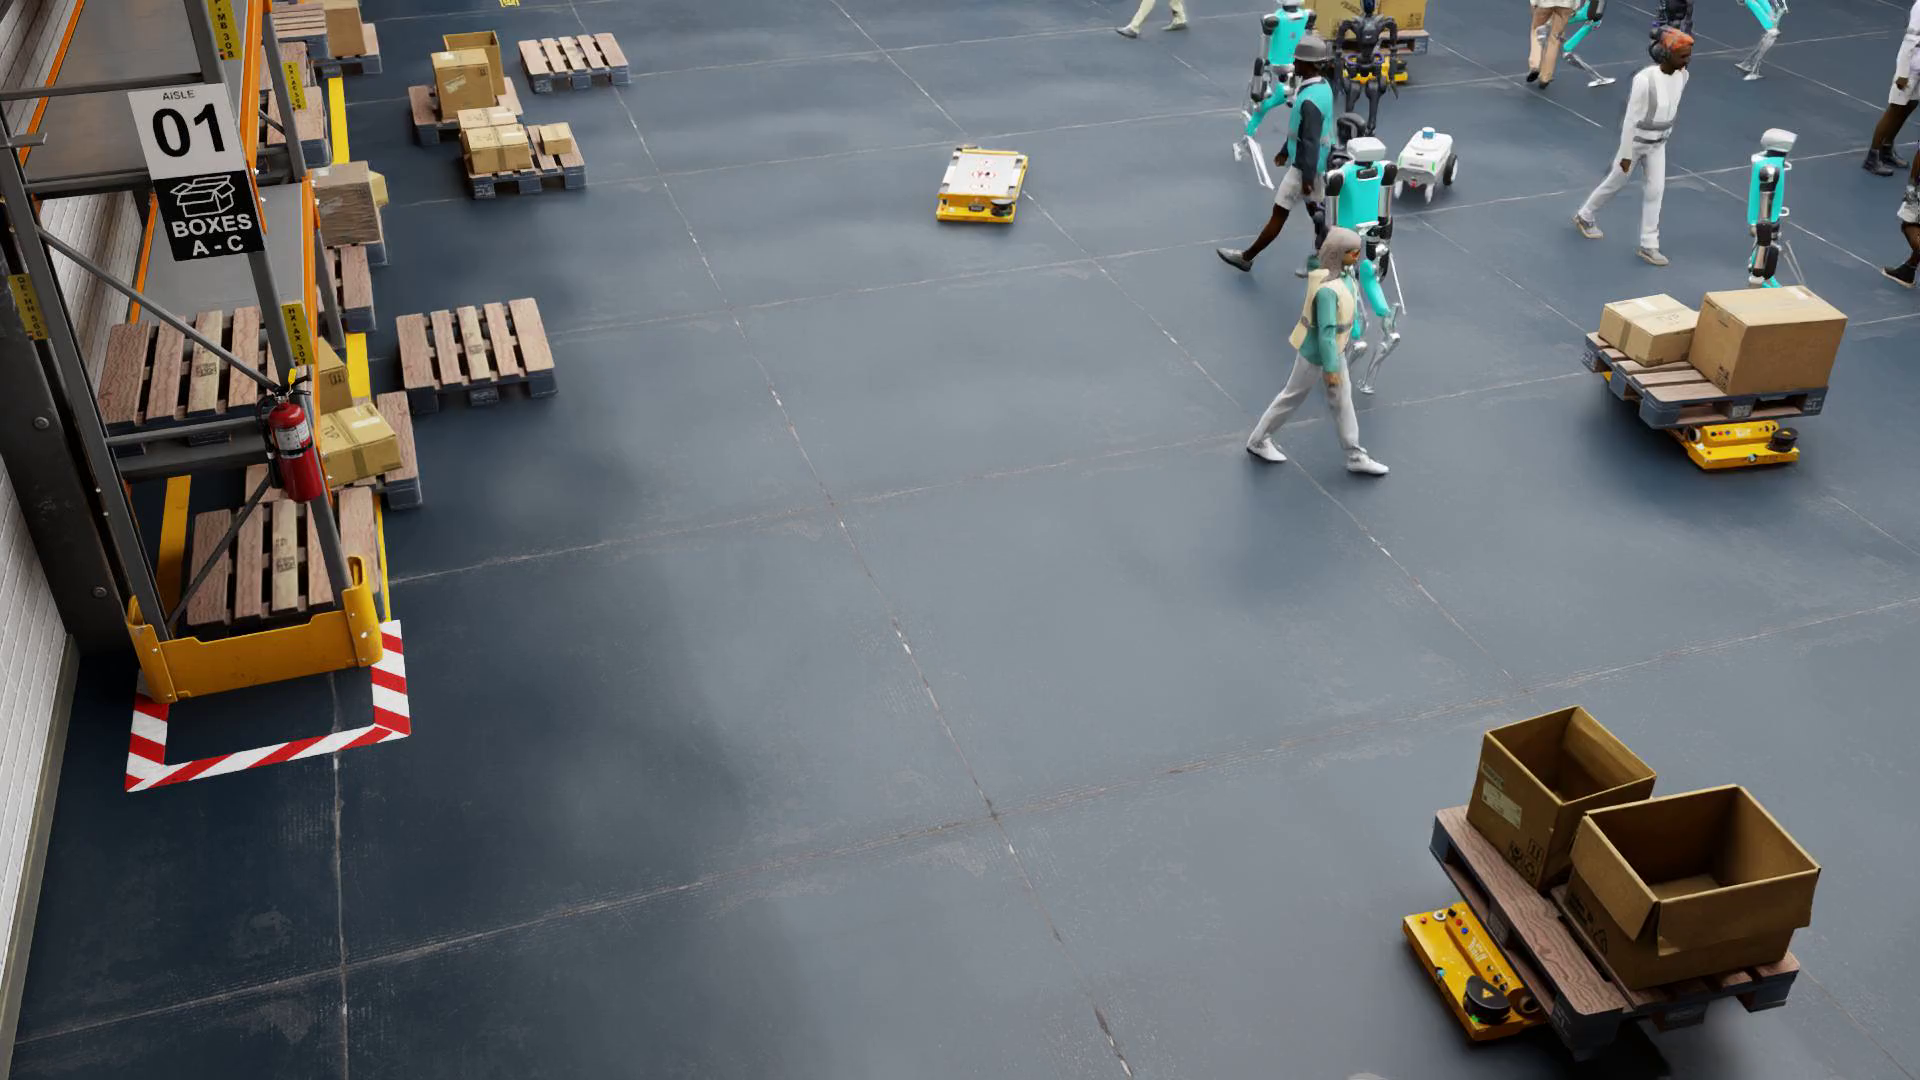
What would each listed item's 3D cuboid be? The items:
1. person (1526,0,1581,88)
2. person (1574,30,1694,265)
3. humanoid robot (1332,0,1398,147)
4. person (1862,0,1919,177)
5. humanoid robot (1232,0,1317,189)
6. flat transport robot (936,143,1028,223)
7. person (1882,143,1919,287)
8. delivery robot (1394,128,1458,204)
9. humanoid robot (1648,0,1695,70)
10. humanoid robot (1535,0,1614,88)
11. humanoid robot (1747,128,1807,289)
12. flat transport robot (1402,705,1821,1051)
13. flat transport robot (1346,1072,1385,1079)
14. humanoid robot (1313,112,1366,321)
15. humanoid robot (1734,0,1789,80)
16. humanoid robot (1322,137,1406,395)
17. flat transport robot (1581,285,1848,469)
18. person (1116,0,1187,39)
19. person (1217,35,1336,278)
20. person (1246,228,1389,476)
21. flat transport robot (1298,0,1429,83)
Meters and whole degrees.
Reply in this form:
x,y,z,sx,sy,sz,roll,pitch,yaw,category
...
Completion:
x,y,z,sx,sy,sz,roll,pitch,yaw,category
6.055,-5.441,16.923,0.486,1.657,0.404,10,34,15,person
5.442,-3.201,13.337,0.599,1.844,0.926,-14,36,-21,person
3.663,-4.193,15.007,0.606,1.637,0.482,5,33,8,humanoid robot
8.551,-4.219,14.814,0.572,1.928,0.390,-24,40,-32,person
2.668,-4.073,14.831,0.545,1.780,1.018,-15,36,-22,humanoid robot
0.209,-3.156,14.700,0.659,0.231,1.431,4,33,6,flat transport robot
7.429,-2.722,12.512,0.618,1.934,0.758,-6,34,-10,person
4.119,-3.354,14.756,0.499,0.612,0.805,15,36,21,delivery robot
6.781,-4.725,15.808,0.397,1.651,0.586,-5,33,-8,humanoid robot
6.225,-5.393,16.819,1.031,1.714,0.559,5,33,8,humanoid robot
5.743,-1.872,11.453,0.904,1.844,0.563,12,35,18,humanoid robot
2.725,1.737,7.195,1.431,0.231,0.659,-8,34,-12,flat transport robot
1.693,2.568,5.920,0.659,0.231,1.431,5,33,8,flat transport robot
2.788,-2.266,12.043,0.480,1.646,0.586,17,37,24,humanoid robot
8.405,-5.674,17.231,0.572,1.784,0.869,-25,41,-33,humanoid robot
2.764,-1.757,11.243,0.535,1.805,0.742,-12,35,-18,humanoid robot
4.986,-0.929,11.283,0.659,0.231,1.431,-5,33,-8,flat transport robot
2.180,-6.493,18.422,0.977,1.784,0.594,-12,35,-18,person
2.551,-2.945,12.883,0.993,1.896,0.558,11,35,17,person
2.265,-1.163,10.367,0.913,1.653,0.492,14,36,21,person
4.248,-5.218,17.861,0.659,0.231,1.431,-4,33,-6,flat transport robot
